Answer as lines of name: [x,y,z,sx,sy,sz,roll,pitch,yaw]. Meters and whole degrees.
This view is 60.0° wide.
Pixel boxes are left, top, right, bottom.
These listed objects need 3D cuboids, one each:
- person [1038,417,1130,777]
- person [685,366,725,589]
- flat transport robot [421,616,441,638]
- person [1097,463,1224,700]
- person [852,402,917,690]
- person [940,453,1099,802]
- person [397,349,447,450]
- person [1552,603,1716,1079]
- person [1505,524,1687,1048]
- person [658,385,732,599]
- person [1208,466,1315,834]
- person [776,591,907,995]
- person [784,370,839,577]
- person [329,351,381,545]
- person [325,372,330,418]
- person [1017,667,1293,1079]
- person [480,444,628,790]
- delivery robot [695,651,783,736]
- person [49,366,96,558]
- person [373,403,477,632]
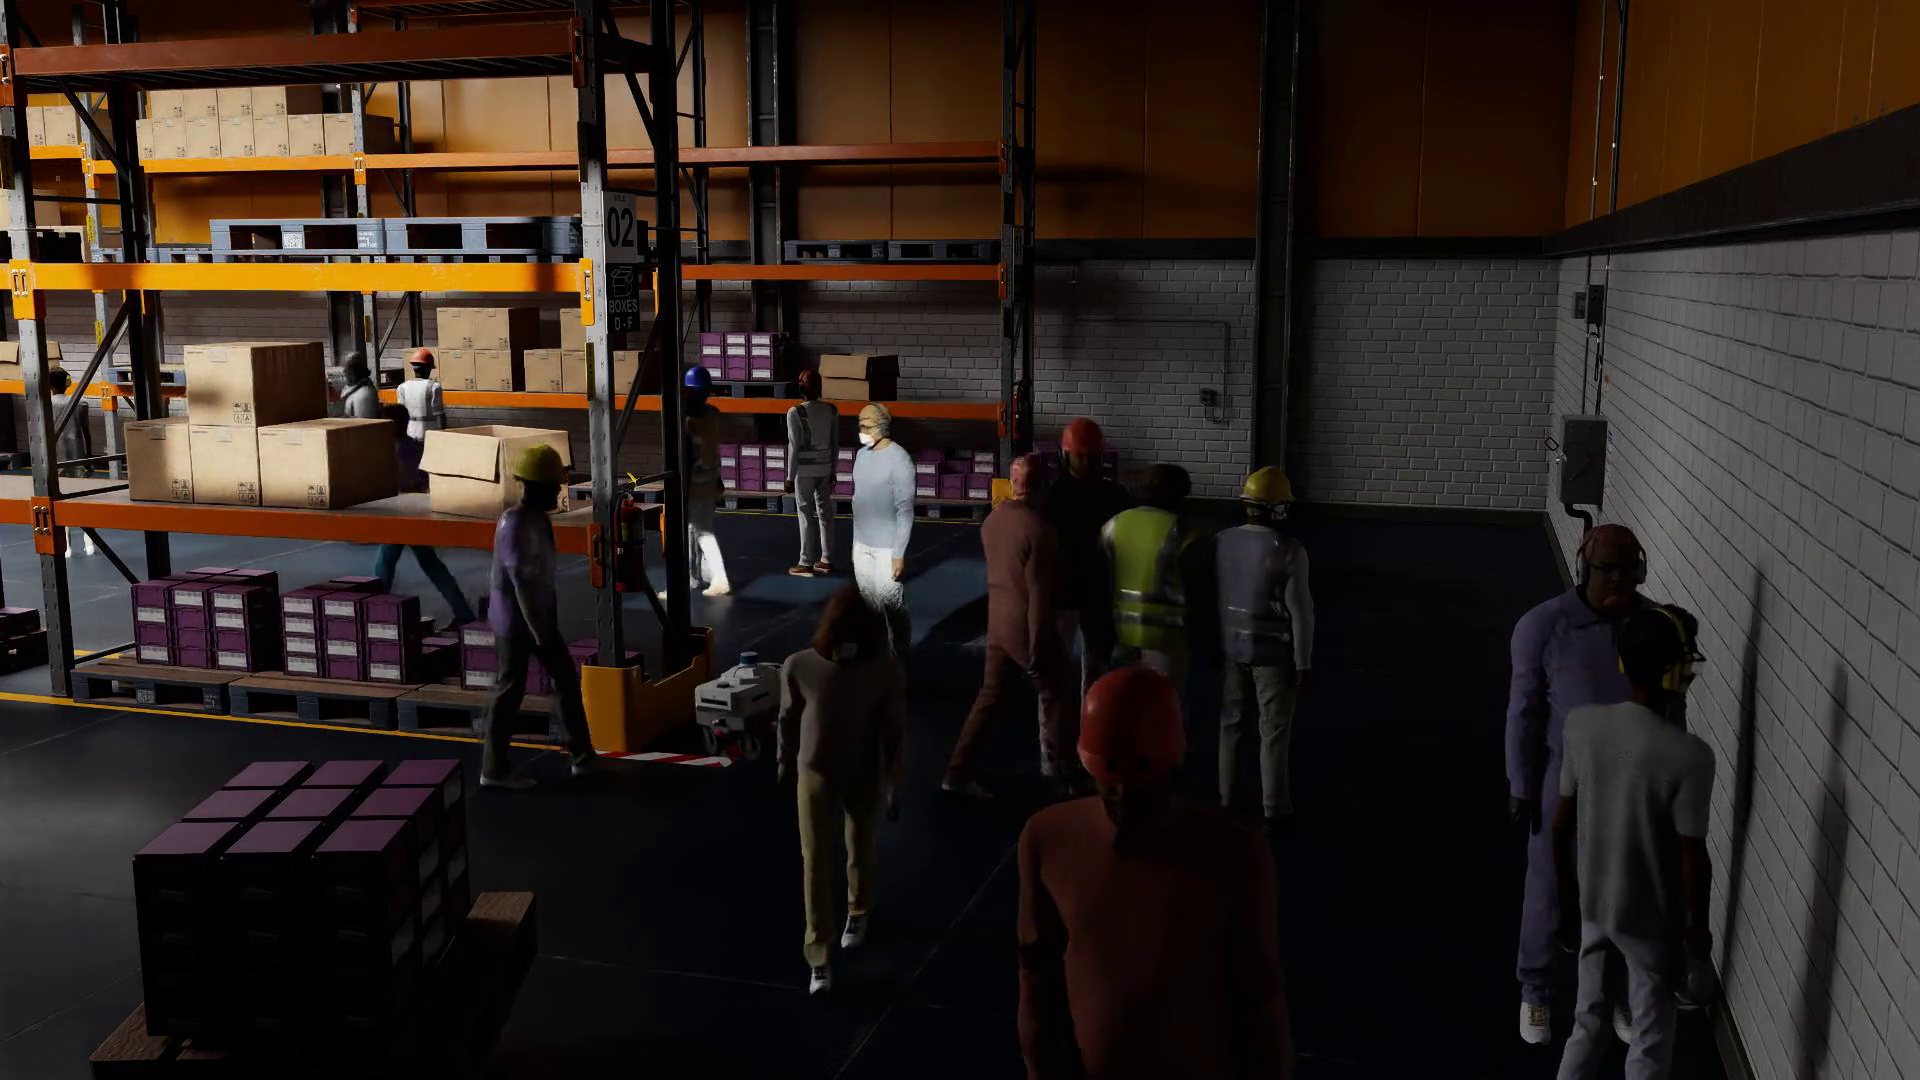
person: [0.663,0.313,9.210,0.622,1.992,0.390,-3,10,-17]
person: [-2.304,-0.557,14.654,0.404,1.945,0.614,6,11,34]
flat transport robot: [-4.629,0.675,12.243,1.431,0.197,0.652,3,10,17]
person: [1.057,0.507,8.588,0.612,1.810,0.627,-9,13,-44]
person: [-0.529,0.050,10.996,0.373,1.936,0.629,-7,11,-35]
person: [0.335,0.469,8.716,0.976,1.860,0.646,-5,11,-29]
person: [-5.776,-1.092,17.976,0.542,1.928,0.376,2,10,13]
person: [1.935,1.104,4.780,0.318,1.871,0.532,-5,11,-29]
person: [2.296,0.885,5.988,0.652,1.906,0.408,0,9,1]
person: [-2.260,-0.396,14.060,0.468,1.847,0.637,3,10,18]
person: [1.509,0.544,8.293,0.600,1.832,0.404,9,13,43]
person: [-0.473,0.954,6.567,0.532,1.563,0.880,0,9,-1]
person: [-1.351,-0.608,15.157,0.584,1.882,0.345,-9,13,-44]
person: [-6.148,-0.977,16.934,0.536,2.000,0.752,-3,10,-20]
person: [-7.852,-1.404,20.010,0.355,1.885,0.574,7,12,38]
person: [0.406,1.229,3.725,0.611,1.959,0.453,5,11,29]
person: [-2.196,0.430,8.831,0.873,1.879,0.621,1,9,4]
delivery robot: [-1.232,0.898,9.738,0.477,0.478,0.707,5,11,28]
person: [-8.685,-0.758,16.141,0.331,1.865,0.519,9,13,44]
person: [-4.198,-0.153,12.667,0.979,1.801,0.573,0,9,-1]
